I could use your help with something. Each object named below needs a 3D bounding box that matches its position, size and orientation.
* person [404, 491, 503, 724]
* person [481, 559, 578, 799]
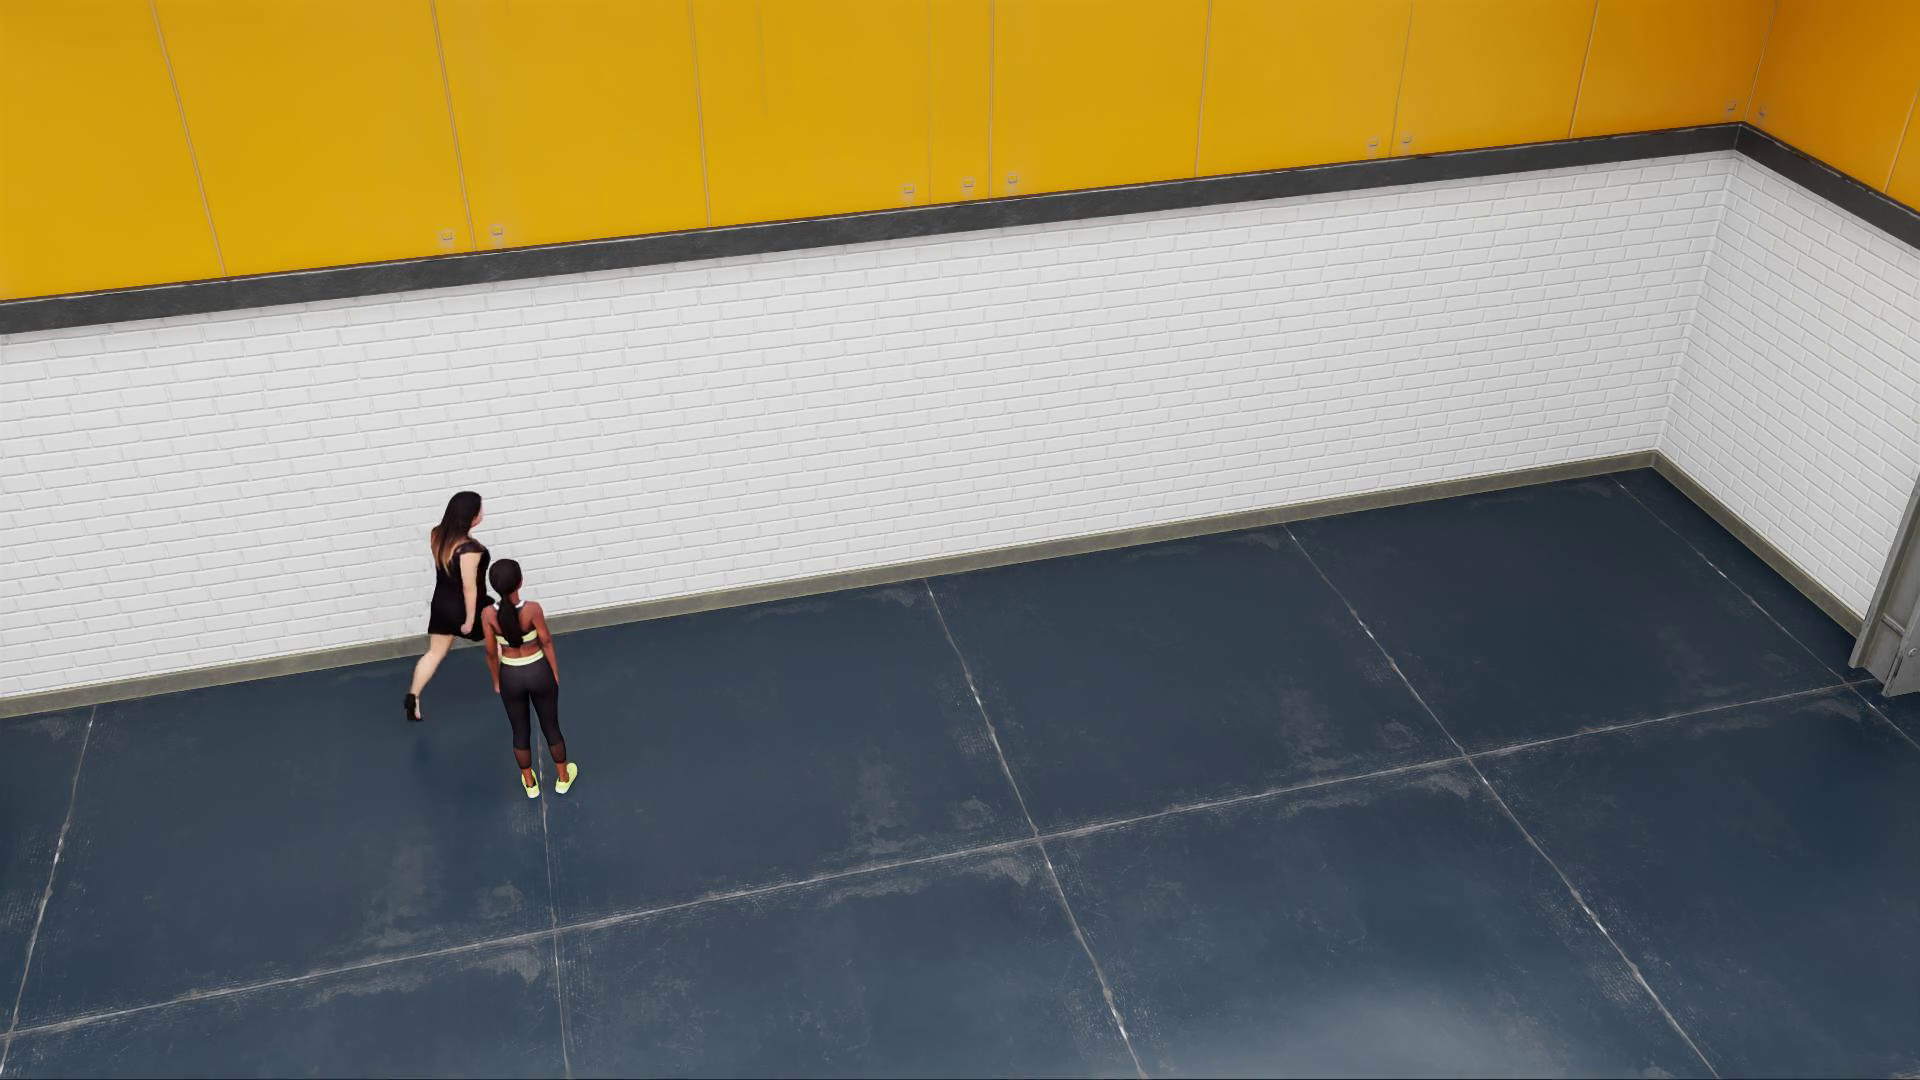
[{"bbox_3d":[-3.393,0.521,11.048,1.222,1.639,1.148,25,41,32],"label":"person"},{"bbox_3d":[-2.713,0.882,10.400,0.583,1.755,0.537,-4,34,-7],"label":"person"}]
